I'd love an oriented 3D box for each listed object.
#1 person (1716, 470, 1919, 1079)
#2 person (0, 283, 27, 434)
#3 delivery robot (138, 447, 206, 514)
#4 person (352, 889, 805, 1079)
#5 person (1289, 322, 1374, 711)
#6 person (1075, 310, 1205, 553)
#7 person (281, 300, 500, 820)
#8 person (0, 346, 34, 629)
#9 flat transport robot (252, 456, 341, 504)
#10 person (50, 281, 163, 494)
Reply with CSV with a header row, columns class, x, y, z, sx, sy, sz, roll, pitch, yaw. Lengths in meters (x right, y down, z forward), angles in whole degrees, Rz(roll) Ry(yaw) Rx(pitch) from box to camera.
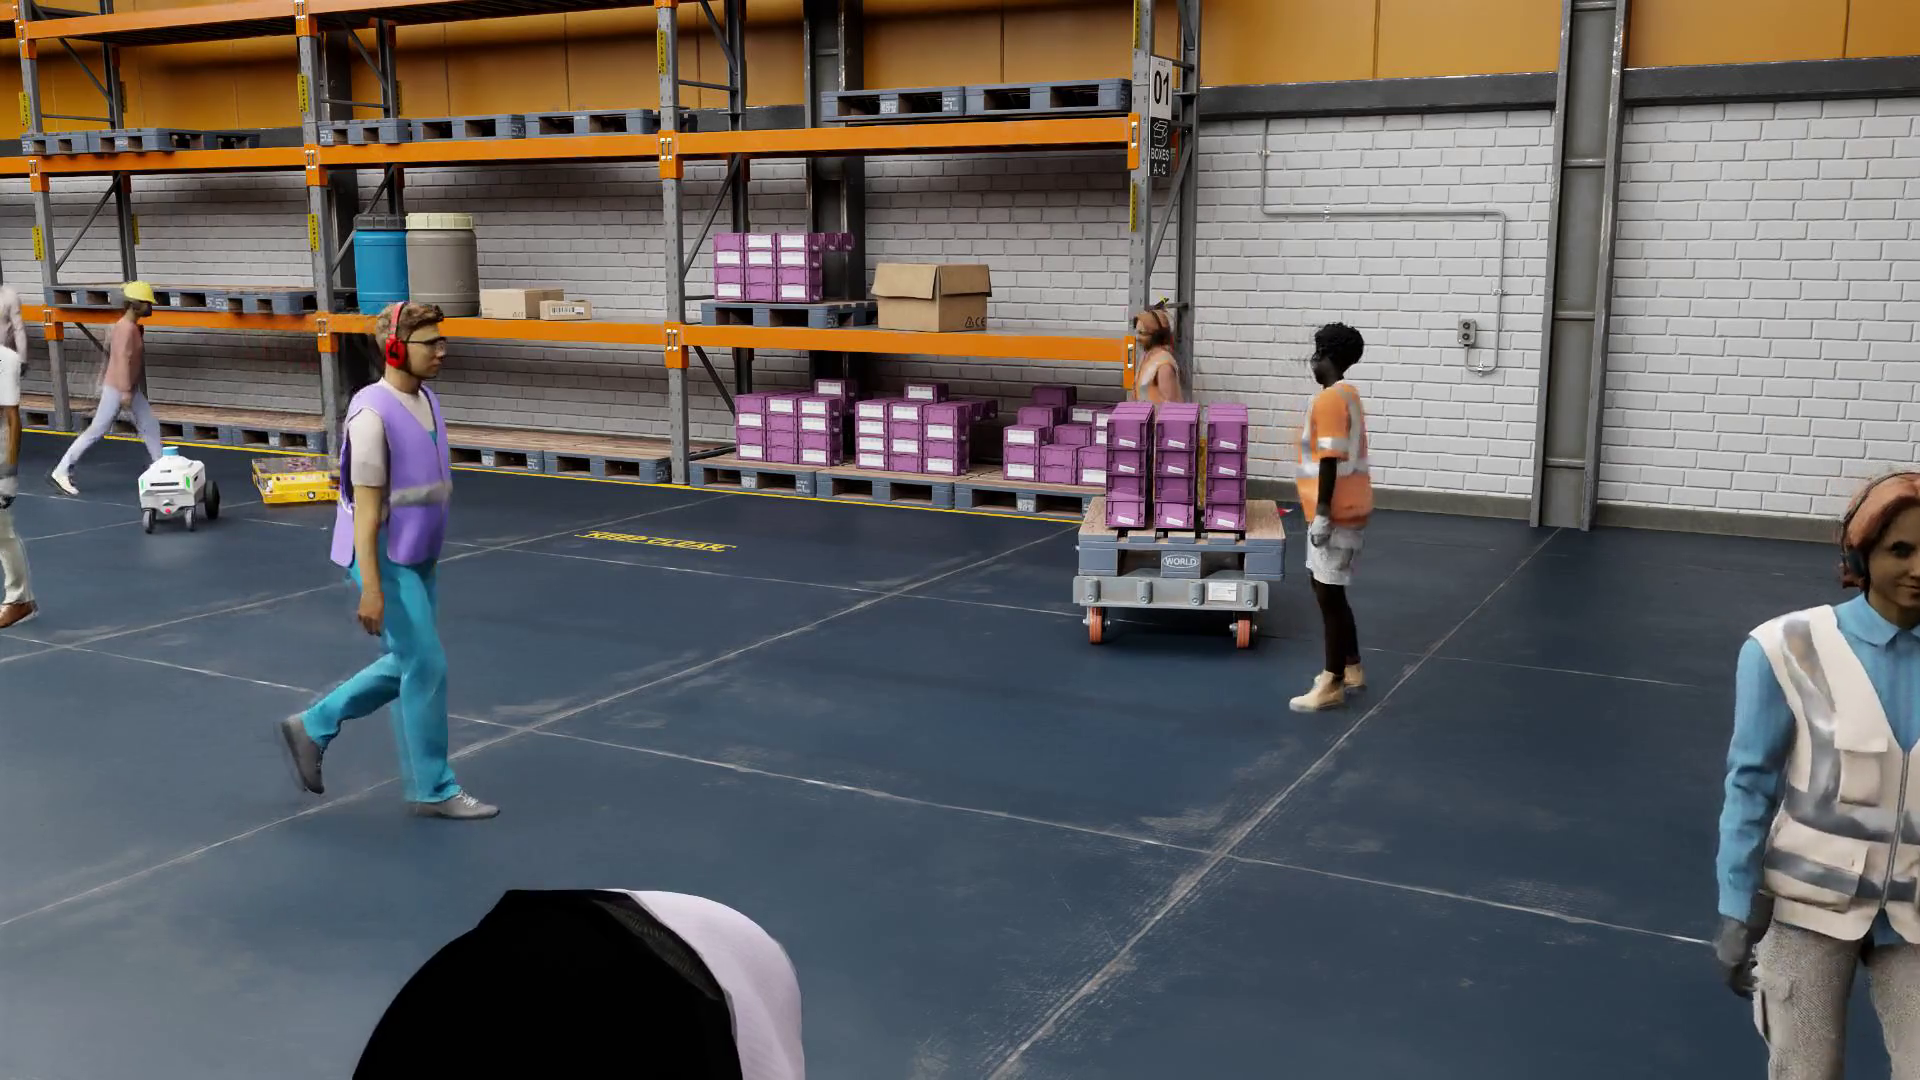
class,x,y,z,sx,sy,sz,roll,pitch,yaw
person,1.606,0.684,2.954,0.527,1.623,0.383,3,11,14
person,-8.827,-1.660,15.103,0.637,1.888,0.622,-6,12,-29
delivery robot,-5.508,-0.410,11.639,0.477,0.478,0.707,-3,11,-16
person,-0.277,0.904,1.024,0.373,1.891,0.596,4,11,23
person,1.616,-0.090,7.119,0.348,1.663,0.574,3,11,14
person,1.175,-0.622,10.240,0.889,1.575,0.525,0,10,0
person,-2.019,0.084,5.743,0.741,1.820,0.585,1,10,4
person,-4.921,-0.366,8.250,0.586,1.797,0.967,-2,10,-9
flat transport robot,-5.198,-0.495,13.140,0.652,0.197,1.431,-5,11,-26
person,-6.743,-1.219,13.243,1.025,1.686,0.542,-4,11,-21
